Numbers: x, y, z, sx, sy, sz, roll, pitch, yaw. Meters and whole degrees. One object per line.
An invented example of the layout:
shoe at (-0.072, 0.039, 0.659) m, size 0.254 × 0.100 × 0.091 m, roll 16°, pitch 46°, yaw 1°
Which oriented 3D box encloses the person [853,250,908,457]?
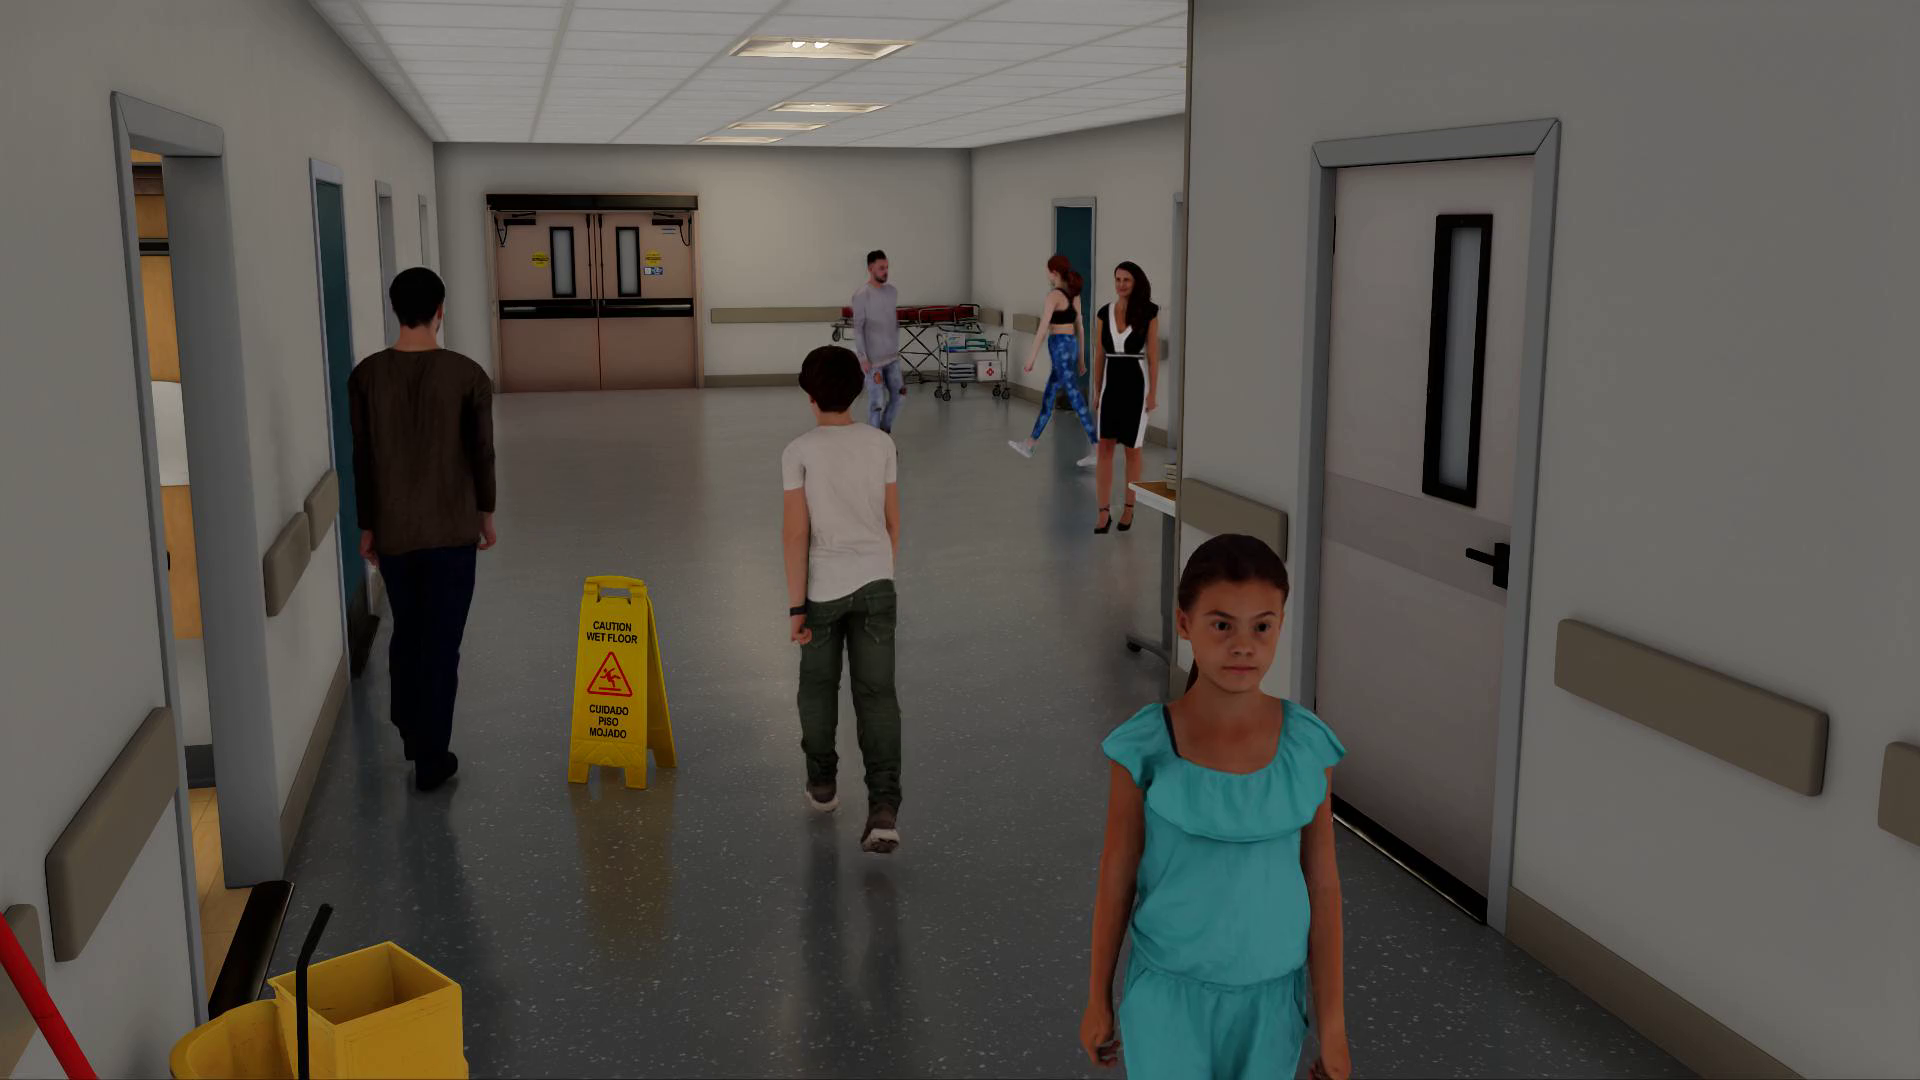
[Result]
person at (-0.758, -1.594, 14.420) m, size 0.845 × 1.808 × 0.842 m, roll 9°, pitch 14°, yaw 39°

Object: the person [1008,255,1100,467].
person at (0.930, -1.426, 13.757) m, size 1.278 × 1.726 × 1.095 m, roll 8°, pitch 13°, yaw 36°

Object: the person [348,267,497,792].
person at (-1.929, -0.018, 5.943) m, size 0.749 × 1.872 × 0.799 m, roll 0°, pitch 11°, yaw 1°

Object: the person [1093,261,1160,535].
person at (1.115, -0.924, 10.972) m, size 0.903 × 1.776 × 1.014 m, roll 4°, pitch 11°, yaw 20°

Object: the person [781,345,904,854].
person at (-0.339, 0.219, 5.375) m, size 0.571 × 1.619 × 1.130 m, roll -3°, pitch 11°, yaw -13°

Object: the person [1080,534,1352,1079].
person at (0.417, 0.745, 2.813) m, size 0.653 × 1.540 × 0.837 m, roll -1°, pitch 11°, yaw -5°
